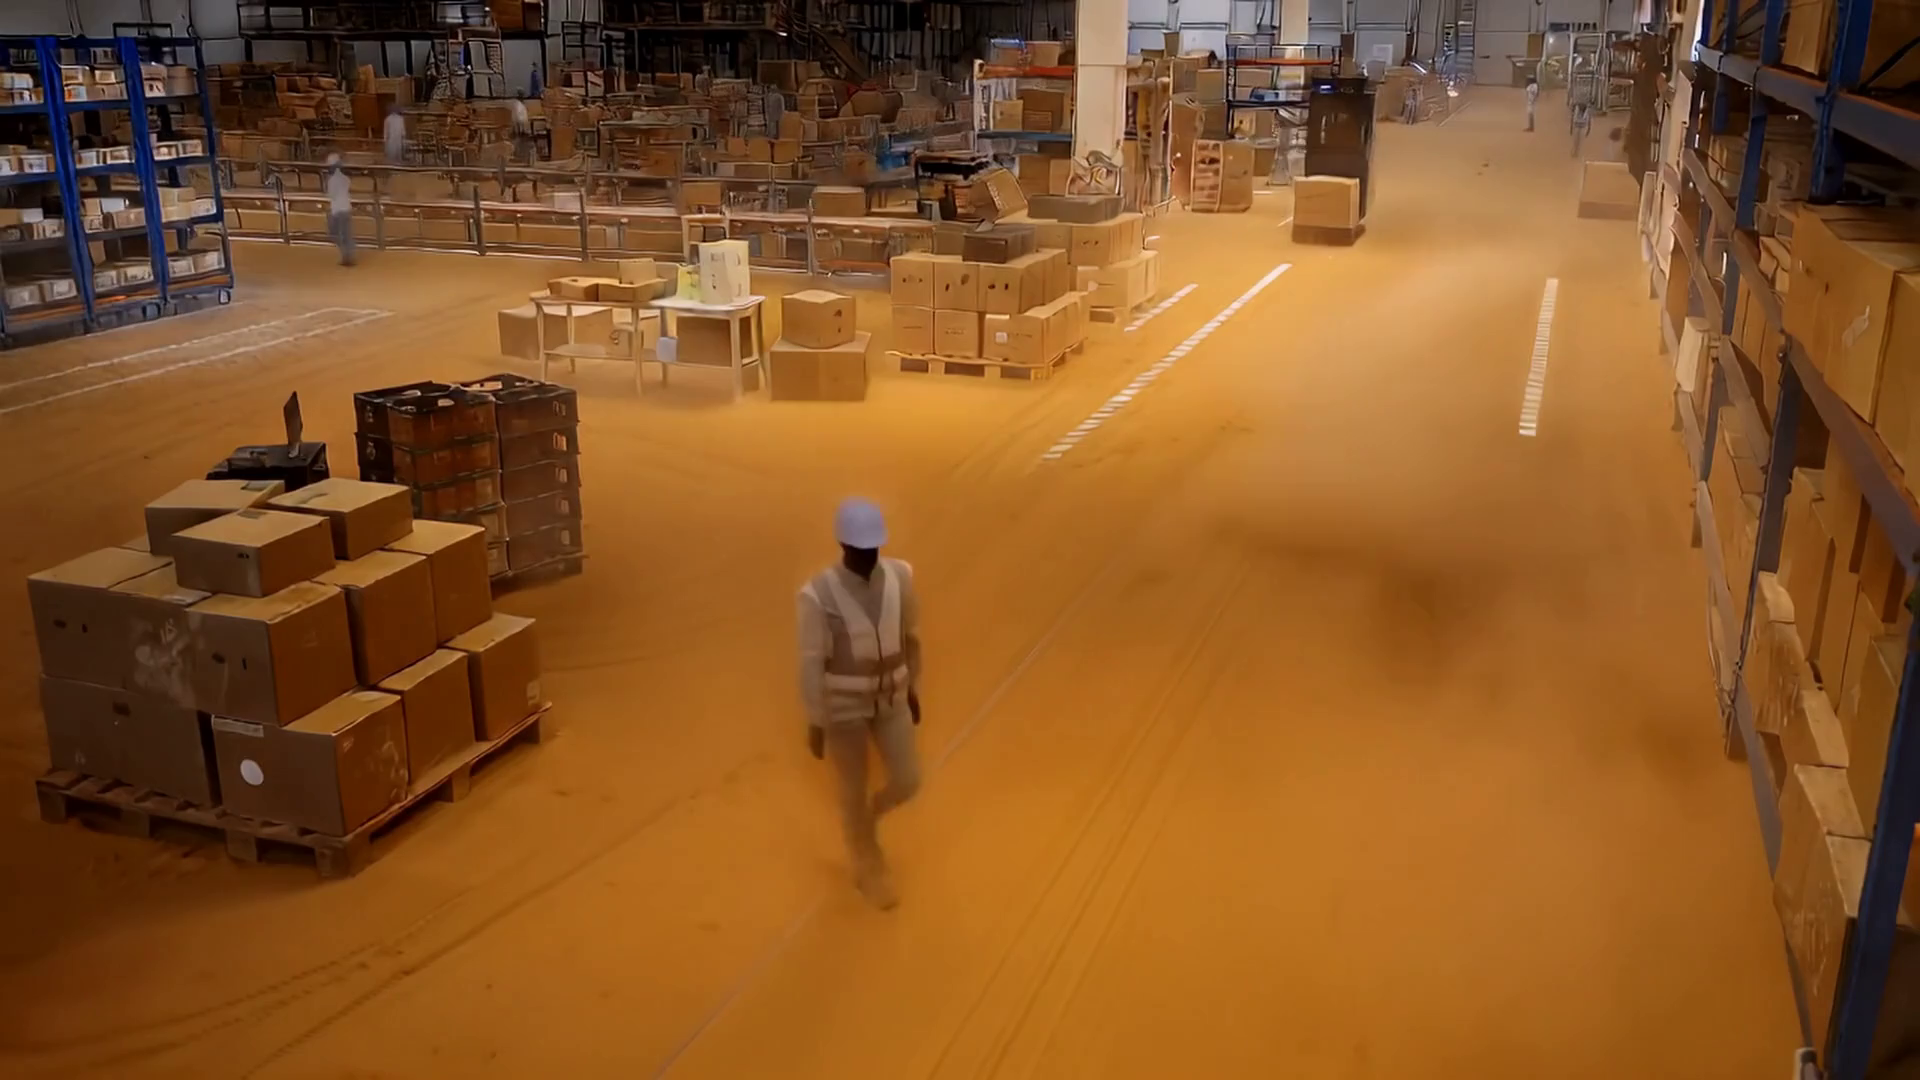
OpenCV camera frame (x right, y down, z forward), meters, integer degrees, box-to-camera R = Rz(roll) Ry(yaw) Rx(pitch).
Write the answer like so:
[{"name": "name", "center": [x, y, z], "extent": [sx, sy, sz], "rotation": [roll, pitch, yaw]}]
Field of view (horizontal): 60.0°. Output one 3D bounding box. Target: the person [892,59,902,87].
[{"name": "person", "center": [-3.035, -22.233, 79.871], "extent": [0.494, 1.724, 0.497], "rotation": [0, 18, -1]}]

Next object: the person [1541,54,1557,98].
[{"name": "person", "center": [27.390, -21.593, 77.367], "extent": [0.687, 2.000, 0.673], "rotation": [6, 19, 19]}]

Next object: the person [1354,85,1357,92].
[{"name": "person", "center": [12.532, -13.612, 52.484], "extent": [0.568, 1.916, 0.475], "rotation": [-8, 19, -24]}]

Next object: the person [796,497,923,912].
[{"name": "person", "center": [-0.430, 0.727, 7.409], "extent": [0.634, 1.927, 0.436], "rotation": [-11, 21, -30]}]

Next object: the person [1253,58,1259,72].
[{"name": "person", "center": [15.690, -24.778, 87.725], "extent": [0.990, 1.819, 0.554], "rotation": [2, 18, 6]}]

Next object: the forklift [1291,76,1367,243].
[{"name": "forklift", "center": [6.598, -6.755, 29.381], "extent": [1.129, 2.768, 1.873], "rotation": [6, 19, 19]}]

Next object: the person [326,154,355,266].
[{"name": "person", "center": [-9.850, -5.228, 26.411], "extent": [0.398, 1.750, 0.536], "rotation": [7, 19, 22]}]

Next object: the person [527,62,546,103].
[{"name": "person", "center": [-18.668, -20.095, 73.071], "extent": [0.988, 1.802, 0.528], "rotation": [5, 18, 14]}]

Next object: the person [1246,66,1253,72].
[{"name": "person", "center": [11.057, -17.265, 63.957], "extent": [0.576, 1.920, 0.402], "rotation": [16, 24, 42]}]

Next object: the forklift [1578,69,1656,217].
[{"name": "forklift", "center": [13.219, -7.740, 32.475], "extent": [1.873, 2.768, 1.129], "rotation": [6, 19, 18]}]

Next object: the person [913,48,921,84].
[{"name": "person", "center": [-2.395, -26.185, 91.962], "extent": [0.547, 1.938, 0.359], "rotation": [14, 22, 36]}]

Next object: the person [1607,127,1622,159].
[{"name": "person", "center": [13.541, -7.777, 34.645], "extent": [0.639, 1.618, 0.512], "rotation": [9, 20, 27]}]

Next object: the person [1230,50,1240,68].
[{"name": "person", "center": [15.007, -25.760, 90.625], "extent": [0.603, 1.938, 0.401], "rotation": [-7, 19, -20]}]

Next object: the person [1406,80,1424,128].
[{"name": "person", "center": [15.899, -15.191, 57.937], "extent": [0.358, 1.619, 0.775], "rotation": [-14, 23, -38]}]

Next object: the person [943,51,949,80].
[{"name": "person", "center": [-0.721, -24.750, 87.537], "extent": [0.355, 1.887, 0.574], "rotation": [-3, 18, -10]}]

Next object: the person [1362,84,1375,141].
[{"name": "person", "center": [12.714, -13.258, 51.647], "extent": [0.533, 1.745, 0.645], "rotation": [-15, 23, -39]}]

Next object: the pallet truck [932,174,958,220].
[{"name": "pallet truck", "center": [-0.507, -5.292, 27.348], "extent": [0.653, 1.274, 1.630], "rotation": [6, 19, 19]}]

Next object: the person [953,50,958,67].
[{"name": "person", "center": [-0.249, -24.223, 85.753], "extent": [0.619, 1.968, 0.688], "rotation": [7, 19, 20]}]

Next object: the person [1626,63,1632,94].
[{"name": "person", "center": [31.993, -22.056, 79.055], "extent": [0.649, 1.909, 0.690], "rotation": [-8, 19, -25]}]

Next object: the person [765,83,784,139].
[{"name": "person", "center": [-5.688, -13.120, 51.119], "extent": [0.602, 1.816, 0.622], "rotation": [-4, 18, -13]}]

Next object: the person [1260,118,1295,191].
[{"name": "person", "center": [7.267, -8.720, 37.636], "extent": [0.839, 1.585, 0.527], "rotation": [14, 22, 37]}]

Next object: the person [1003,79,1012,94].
[{"name": "person", "center": [1.929, -18.047, 66.570], "extent": [0.457, 1.829, 0.666], "rotation": [-7, 19, -21]}]

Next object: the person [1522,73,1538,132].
[{"name": "person", "center": [19.213, -14.743, 56.035], "extent": [0.388, 1.929, 0.540], "rotation": [14, 22, 37]}]

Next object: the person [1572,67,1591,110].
[{"name": "person", "center": [22.882, -16.427, 61.277], "extent": [0.608, 1.960, 0.373], "rotation": [4, 18, 11]}]

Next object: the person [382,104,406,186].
[{"name": "person", "center": [-13.083, -9.175, 38.637], "extent": [0.722, 1.870, 0.742], "rotation": [4, 18, 11]}]

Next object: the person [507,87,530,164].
[{"name": "person", "center": [-11.590, -10.876, 43.737], "extent": [0.786, 2.023, 0.613], "rotation": [3, 18, 8]}]

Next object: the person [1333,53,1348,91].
[{"name": "person", "center": [19.357, -23.809, 84.622], "extent": [1.021, 1.871, 0.580], "rotation": [15, 23, 40]}]

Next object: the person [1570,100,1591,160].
[{"name": "person", "center": [17.057, -11.286, 45.703], "extent": [0.530, 1.596, 0.852], "rotation": [7, 19, 21]}]

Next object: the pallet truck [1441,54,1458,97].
[{"name": "pallet truck", "center": [22.765, -21.886, 78.355], "extent": [0.823, 1.965, 1.885], "rotation": [-4, 18, -14]}]

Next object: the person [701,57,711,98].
[{"name": "person", "center": [-11.421, -20.691, 74.730], "extent": [0.398, 1.920, 0.590], "rotation": [6, 19, 19]}]
